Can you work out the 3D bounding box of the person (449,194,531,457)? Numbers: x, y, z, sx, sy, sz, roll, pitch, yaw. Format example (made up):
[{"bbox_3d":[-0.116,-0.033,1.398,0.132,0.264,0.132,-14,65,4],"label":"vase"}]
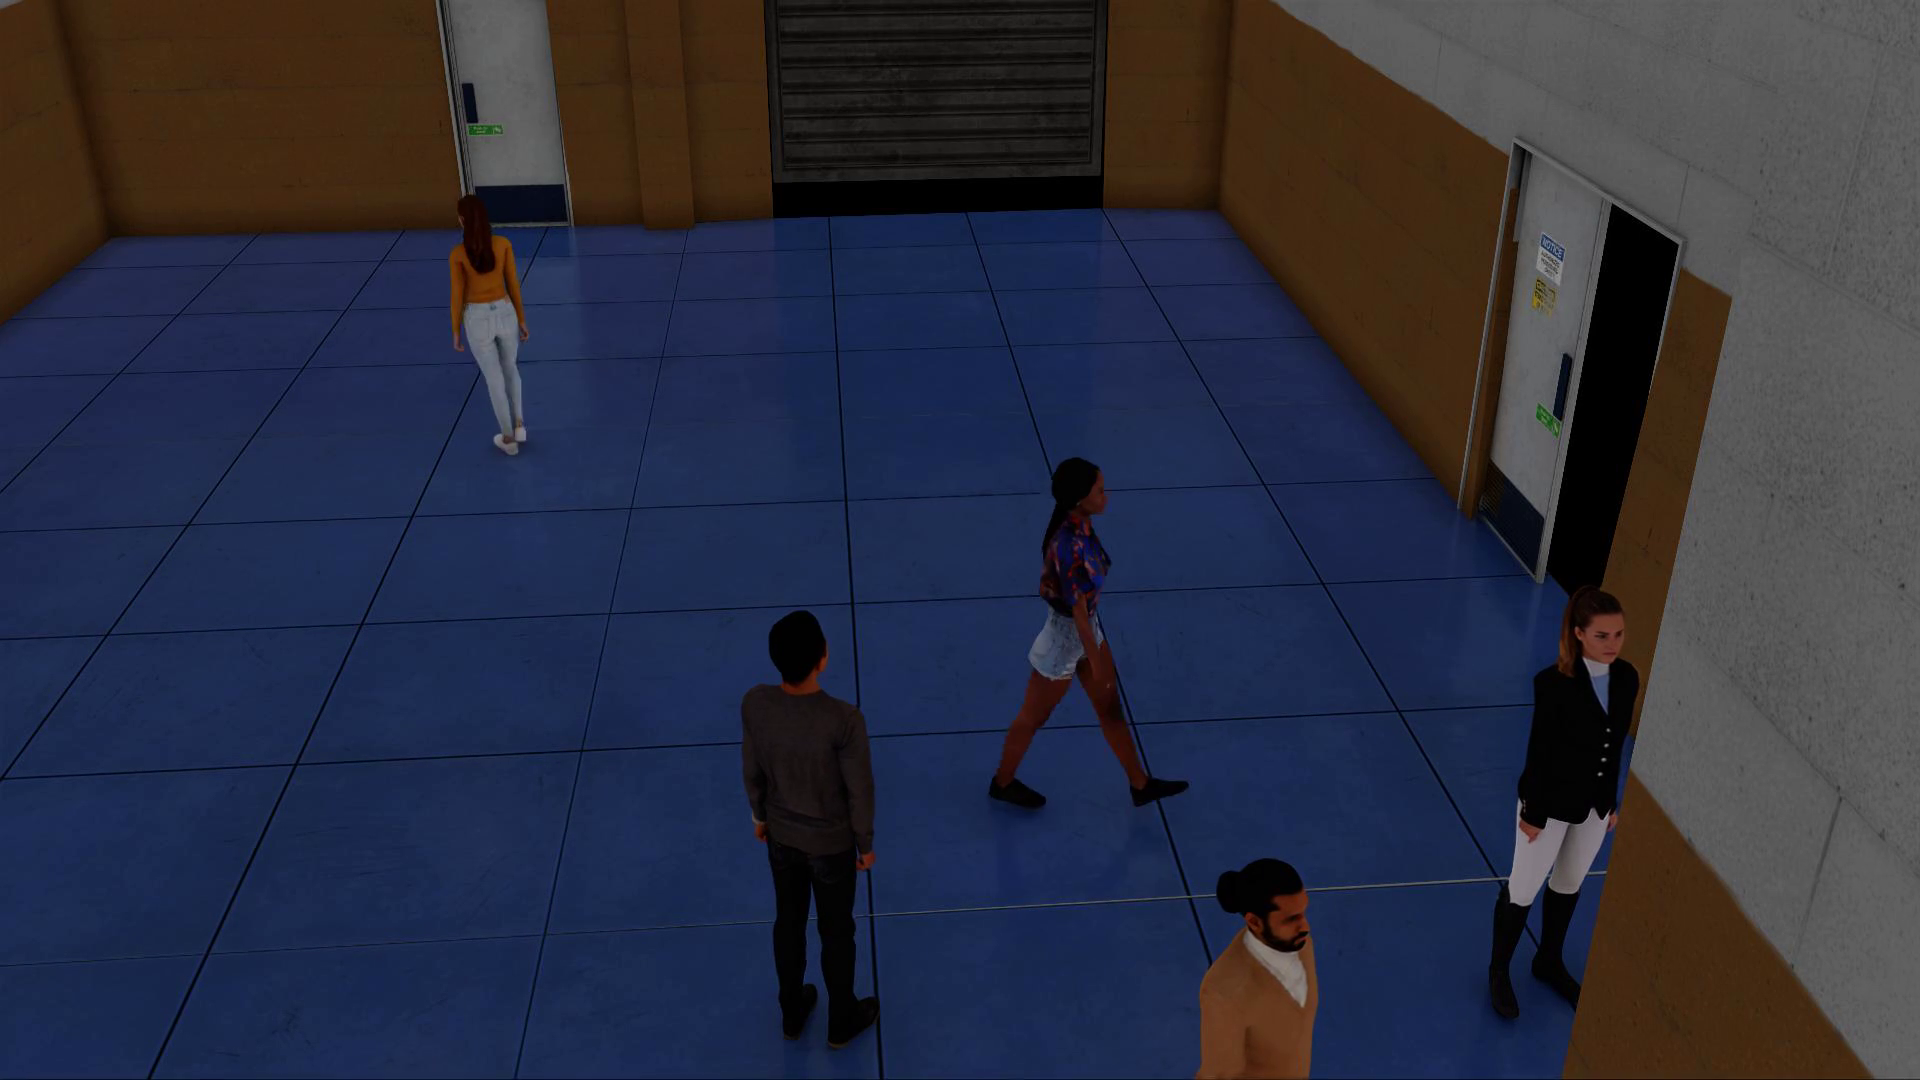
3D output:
[{"bbox_3d":[-2.962,-1.337,10.636,0.681,1.740,0.785,-17,32,-30],"label":"person"}]

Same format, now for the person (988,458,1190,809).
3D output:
[{"bbox_3d":[0.369,0.464,7.131,1.189,1.699,0.888,8,28,16],"label":"person"}]

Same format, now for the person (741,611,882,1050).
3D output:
[{"bbox_3d":[-0.539,1.046,5.907,0.628,1.768,0.771,22,34,36],"label":"person"}]

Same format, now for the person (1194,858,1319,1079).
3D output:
[{"bbox_3d":[0.821,1.636,4.751,0.797,1.754,0.755,17,32,31],"label":"person"}]

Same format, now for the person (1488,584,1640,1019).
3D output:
[{"bbox_3d":[2.212,0.971,6.078,0.547,1.729,0.662,-7,28,-14],"label":"person"}]
